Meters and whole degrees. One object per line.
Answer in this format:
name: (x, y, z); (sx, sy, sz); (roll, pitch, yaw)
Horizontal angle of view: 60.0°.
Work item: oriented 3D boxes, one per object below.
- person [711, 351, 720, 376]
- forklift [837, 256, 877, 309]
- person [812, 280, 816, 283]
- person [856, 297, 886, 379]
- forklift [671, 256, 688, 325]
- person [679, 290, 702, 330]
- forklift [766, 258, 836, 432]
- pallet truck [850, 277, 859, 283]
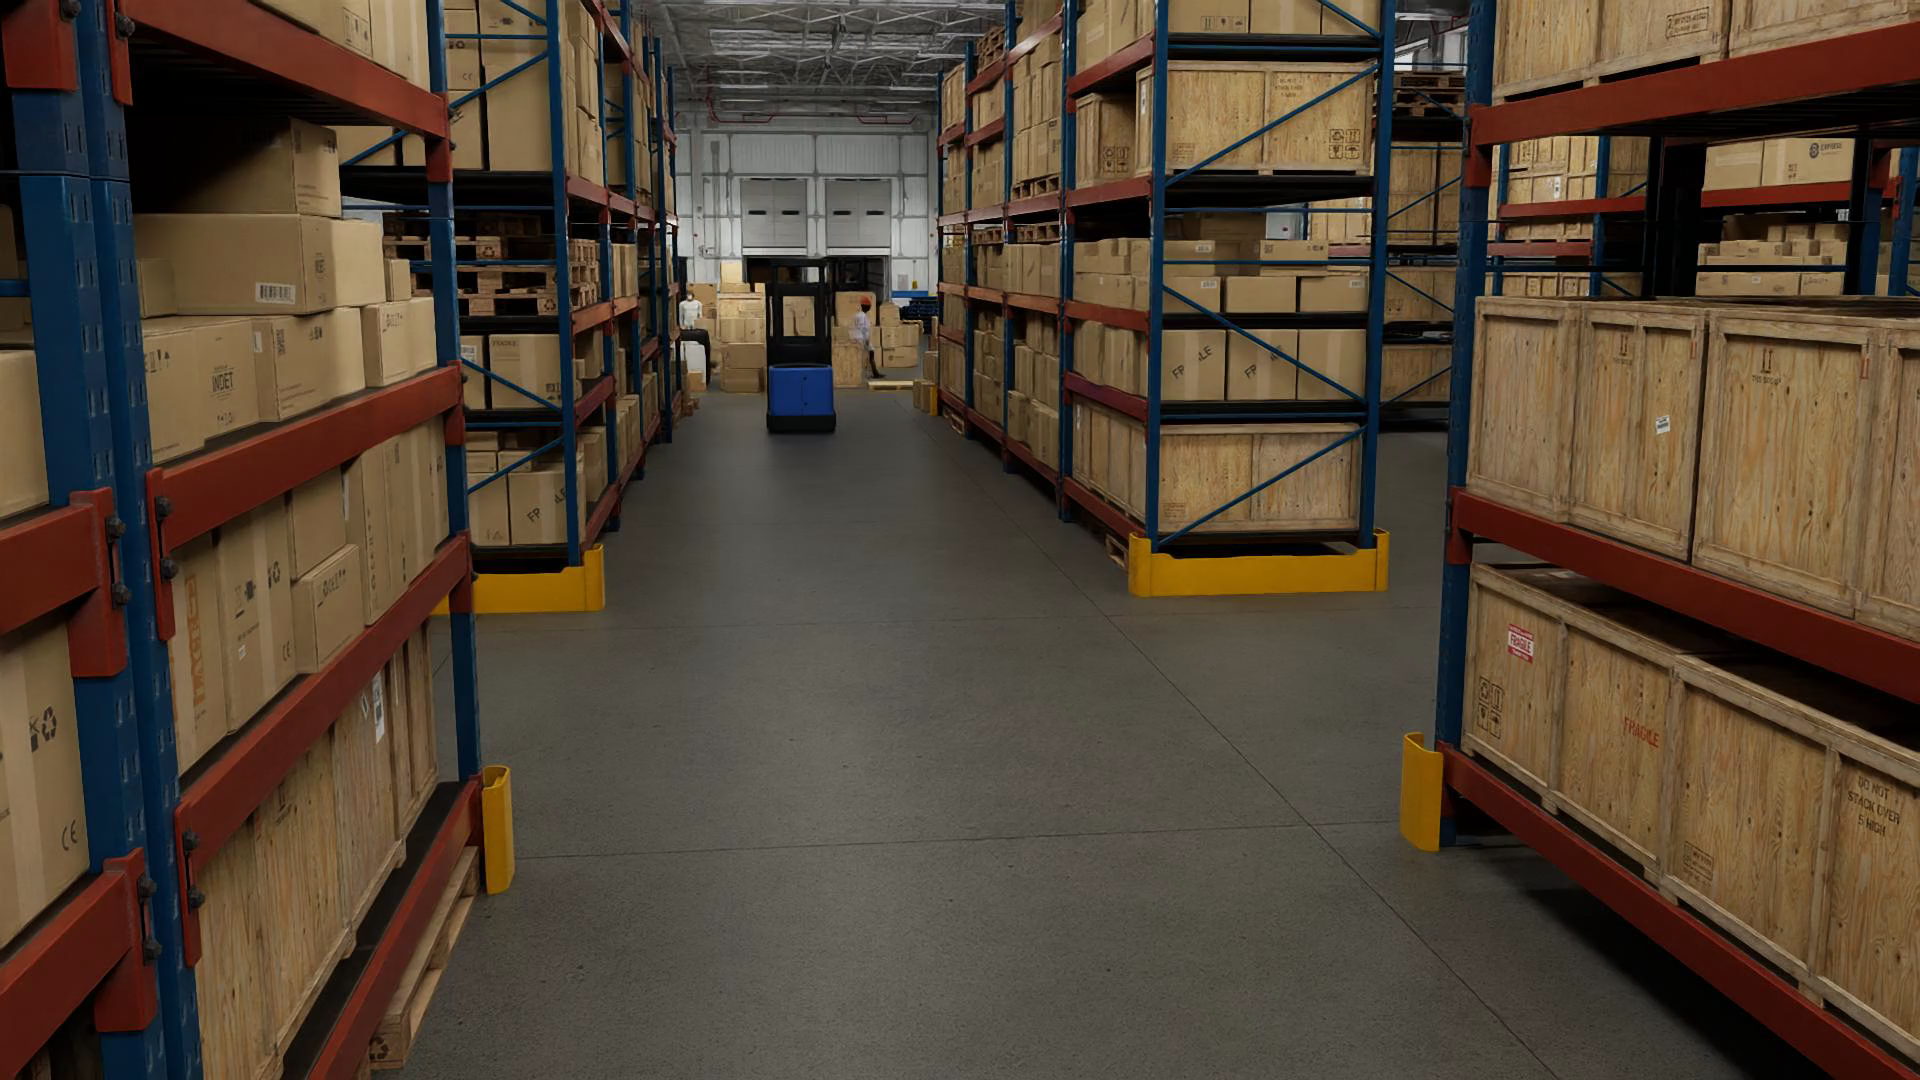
person: (-5.502, -4.829, 39.844); (0.959, 1.805, 0.638); (-5, 11, -26)
forklift: (-3.654, -8.205, 56.335); (1.129, 2.768, 1.873); (-6, 12, -33)
person: (-5.517, -8.896, 63.171); (0.597, 1.913, 0.474); (0, 10, 1)
person: (-2.140, -4.665, 38.581); (0.922, 1.899, 0.566); (3, 10, 18)
forklift: (-10.150, -8.825, 59.945); (1.873, 2.768, 1.129); (4, 11, 24)
person: (-7.367, -5.875, 45.507); (0.637, 1.938, 0.357); (-1, 10, -7)
forklift: (-2.646, -3.238, 27.414); (1.129, 2.768, 1.873); (-1, 10, -7)
pallet truck: (-3.782, -9.391, 65.808); (1.885, 1.965, 0.823); (2, 10, 10)
